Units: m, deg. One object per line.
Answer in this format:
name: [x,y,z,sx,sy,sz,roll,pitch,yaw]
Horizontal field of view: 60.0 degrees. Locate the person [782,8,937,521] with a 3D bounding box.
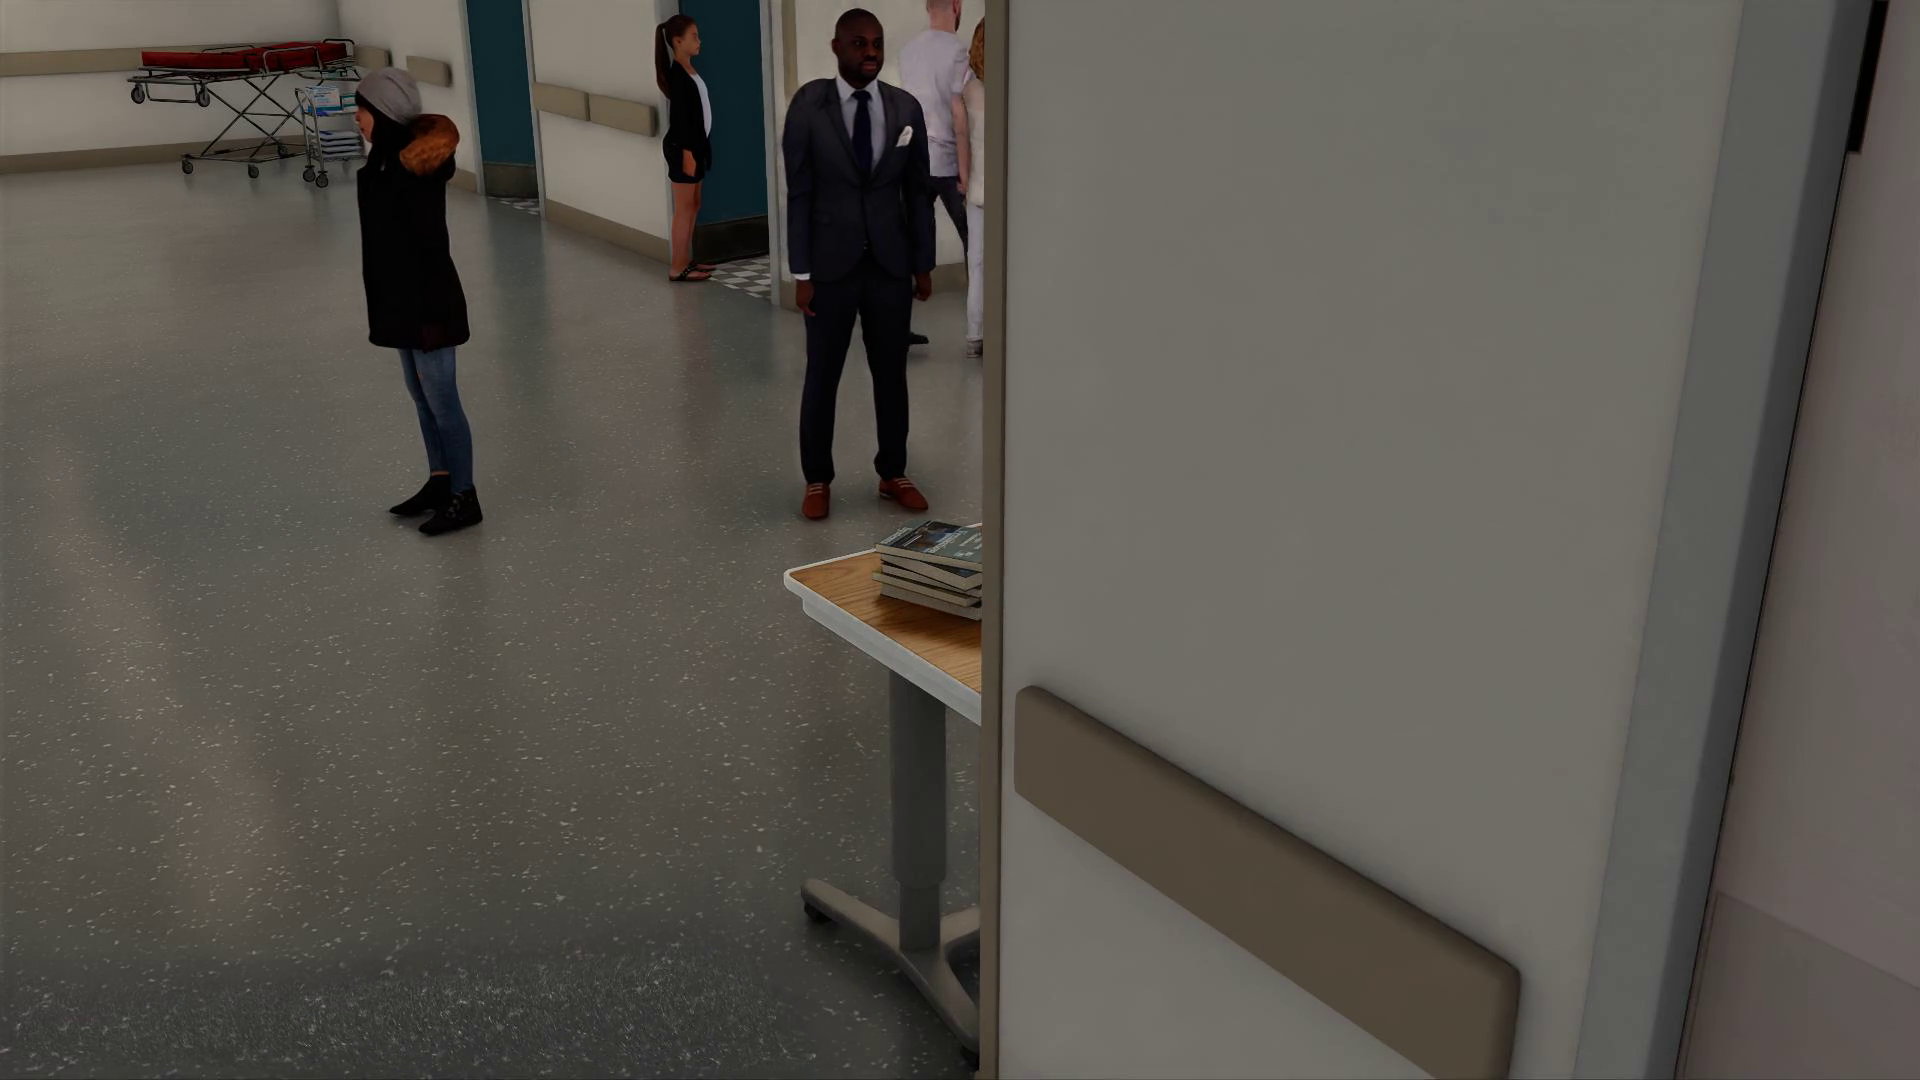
person: [-0.379,-0.974,6.011,0.775,1.814,0.728,-5,21,-14]

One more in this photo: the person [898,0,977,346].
person: [-0.194,-1.820,8.291,0.956,1.780,1.206,-19,28,-41]

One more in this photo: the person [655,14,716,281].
person: [-1.664,-2.371,10.068,0.686,1.552,0.616,1,21,2]

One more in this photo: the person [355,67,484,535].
person: [-1.921,-0.842,5.913,0.685,1.635,0.526,-15,25,-34]
